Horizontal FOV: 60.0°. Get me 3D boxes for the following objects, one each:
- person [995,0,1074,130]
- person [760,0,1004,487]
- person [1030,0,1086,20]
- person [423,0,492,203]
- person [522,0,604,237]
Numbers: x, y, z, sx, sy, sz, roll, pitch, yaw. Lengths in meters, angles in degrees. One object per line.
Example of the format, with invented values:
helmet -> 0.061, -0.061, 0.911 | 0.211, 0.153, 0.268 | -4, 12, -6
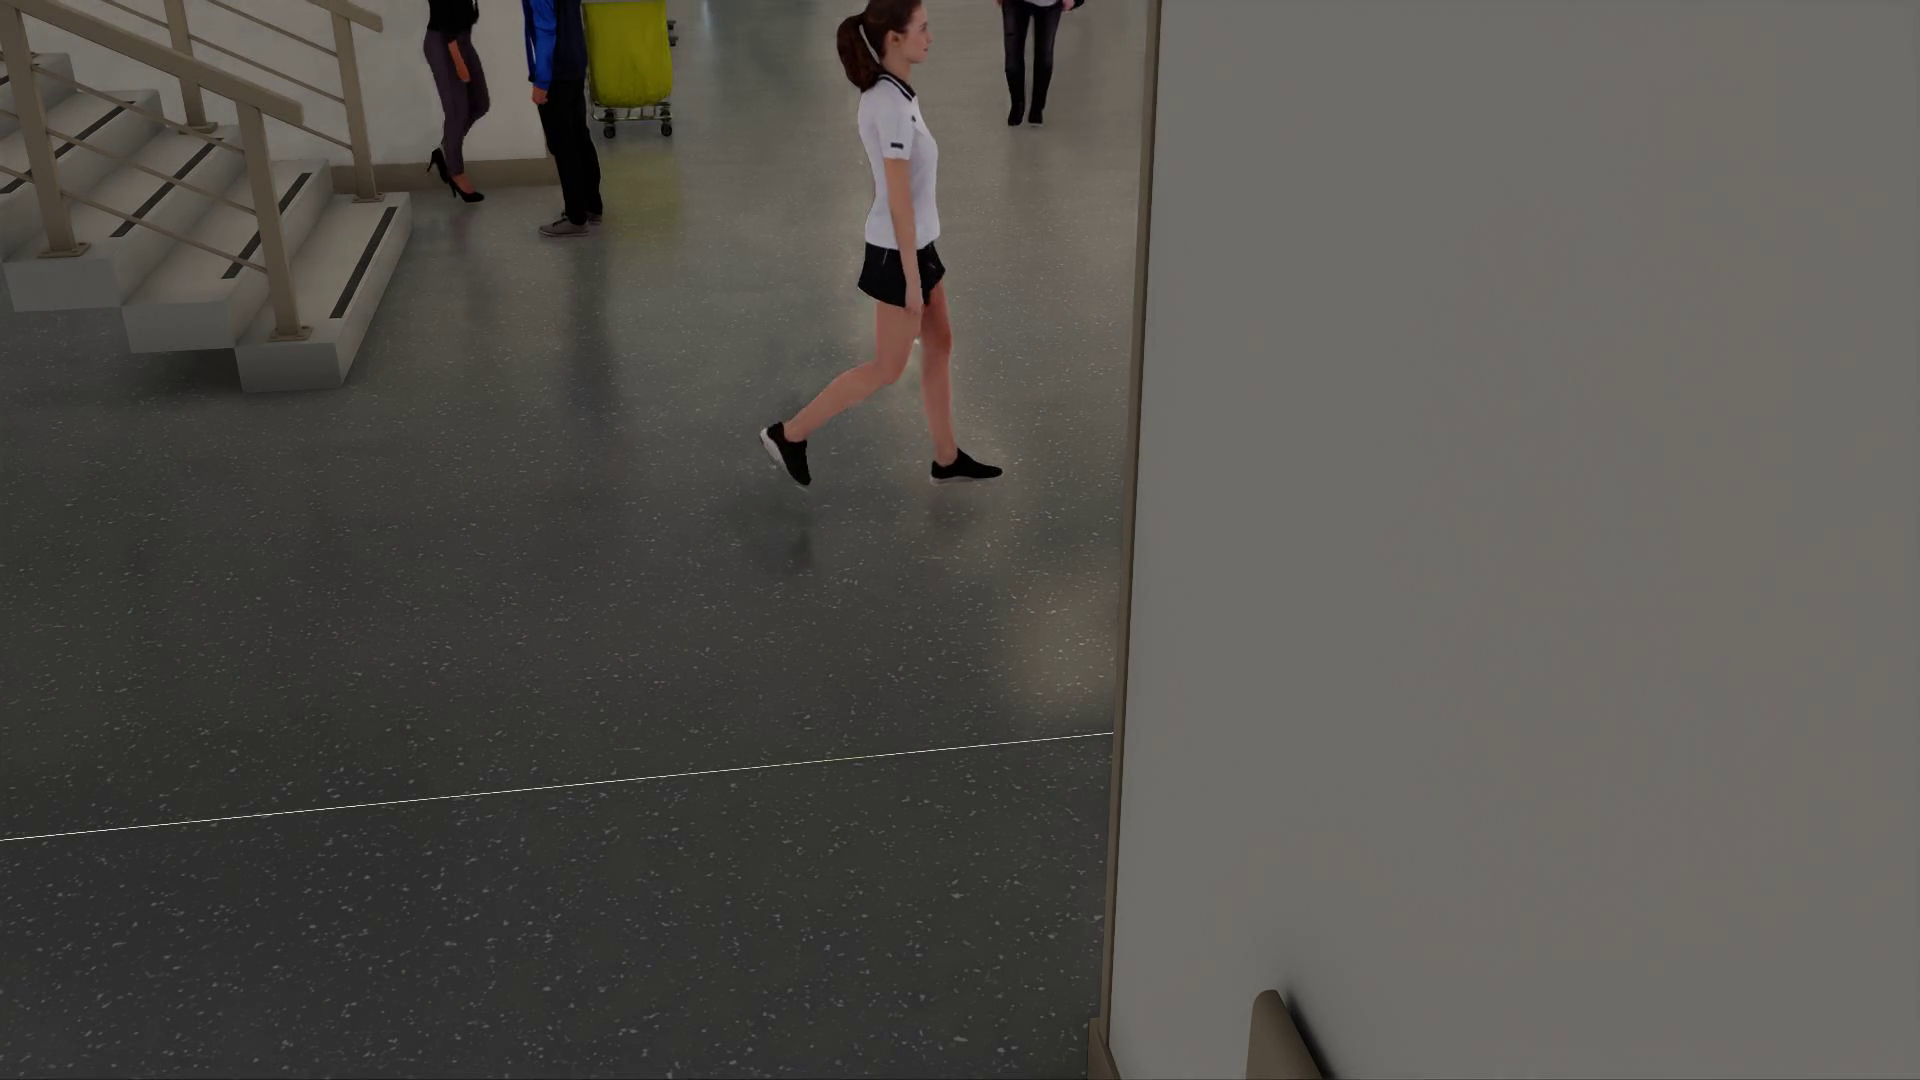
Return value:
person -> 0.513, -3.768, 11.404 | 0.690, 1.824, 0.826 | 1, 26, 2
person -> -0.285, -0.935, 5.646 | 1.091, 1.724, 0.599 | -3, 26, -7
person -> 0.923, -5.786, 15.709 | 0.925, 1.721, 0.647 | -5, 26, -10
person -> -2.977, -2.731, 9.450 | 0.684, 1.655, 0.664 | -3, 26, -6
person -> -2.149, -2.534, 8.924 | 0.672, 1.757, 0.708 | 5, 26, 10
